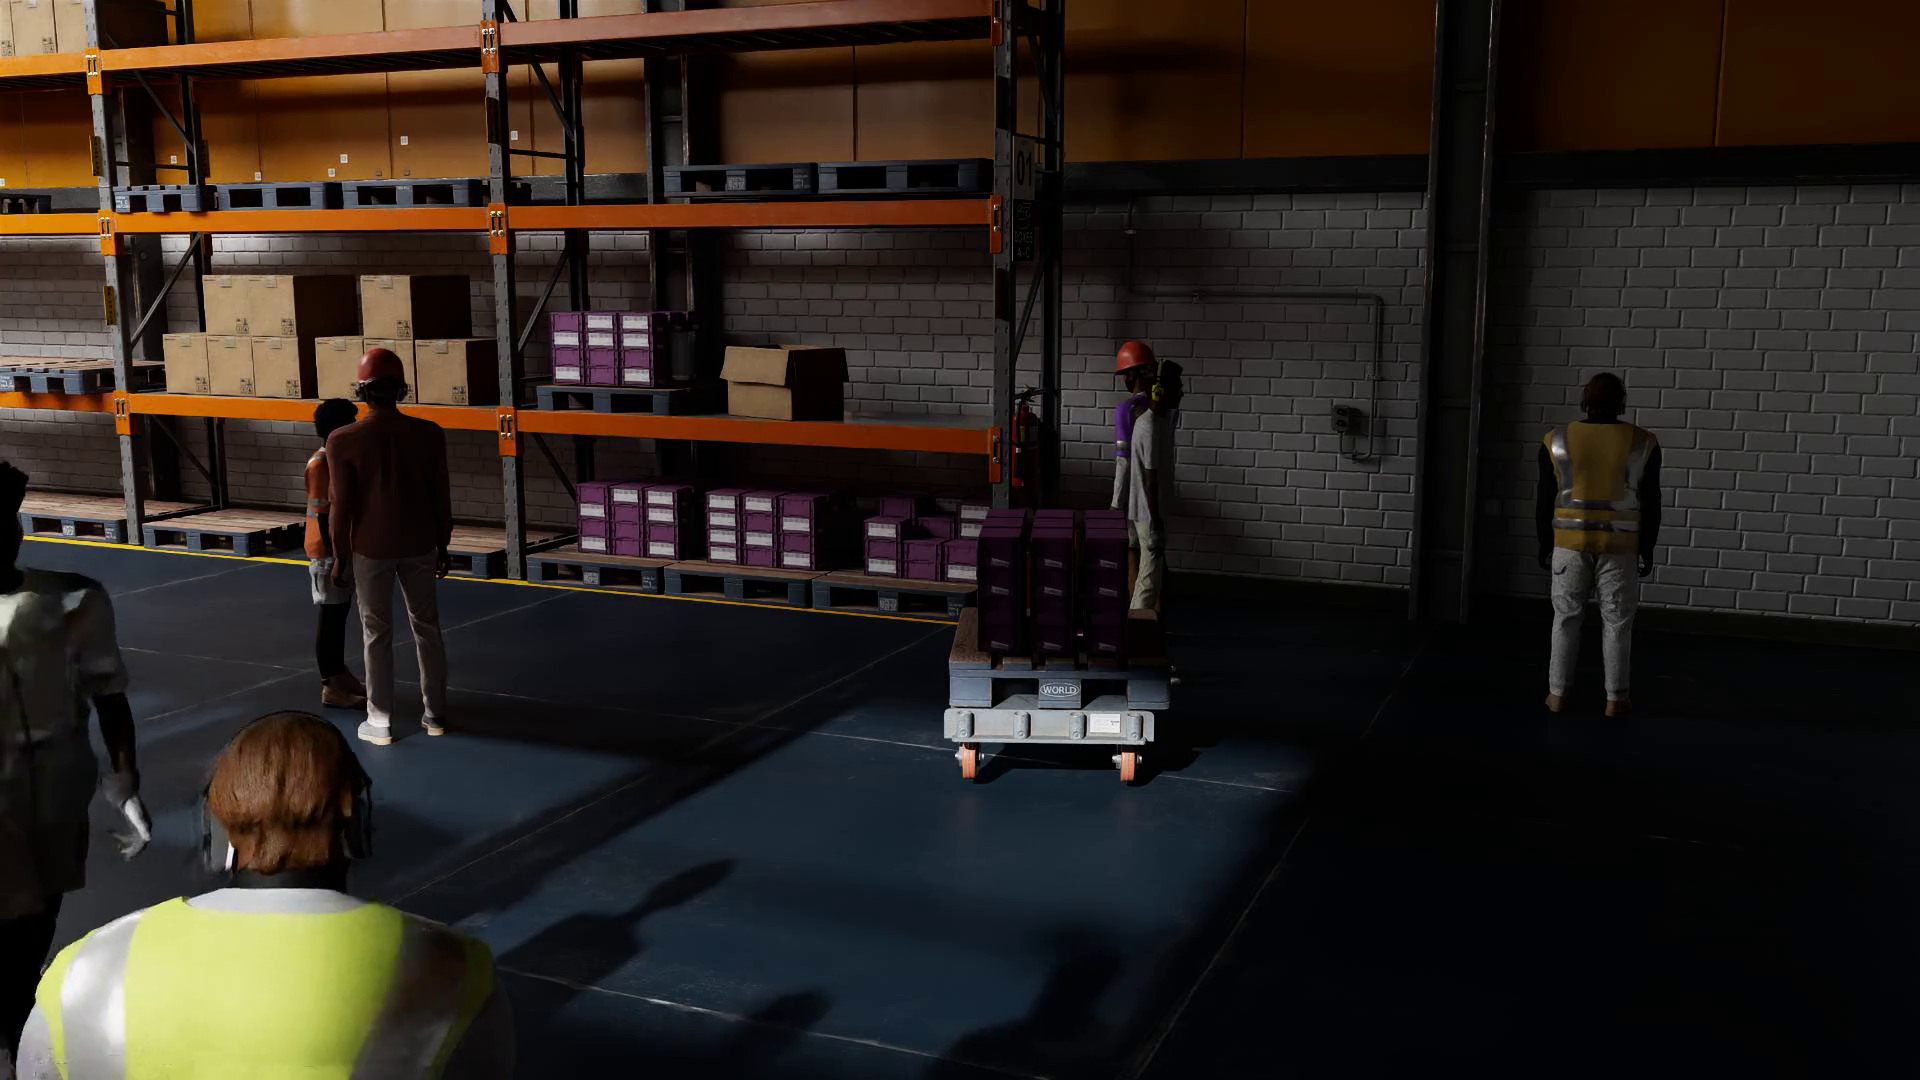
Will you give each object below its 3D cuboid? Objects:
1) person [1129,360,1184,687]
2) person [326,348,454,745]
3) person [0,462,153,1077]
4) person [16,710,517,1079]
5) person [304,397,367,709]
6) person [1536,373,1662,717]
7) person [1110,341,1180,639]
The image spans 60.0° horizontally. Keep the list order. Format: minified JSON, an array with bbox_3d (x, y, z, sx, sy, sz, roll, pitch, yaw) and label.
[{"bbox_3d":[1.125,-0.101,9.592,0.310,1.868,0.534,1,9,4],"label":"person"},{"bbox_3d":[-2.869,0.035,8.400,0.610,1.996,0.379,-6,11,-34],"label":"person"},{"bbox_3d":[-2.649,0.706,4.661,1.038,1.914,0.603,9,13,43],"label":"person"},{"bbox_3d":[-0.943,1.133,2.401,0.649,1.799,0.773,-1,10,-4],"label":"person"},{"bbox_3d":[-3.407,0.067,9.112,0.321,1.692,0.530,-1,10,-8],"label":"person"},{"bbox_3d":[3.402,0.028,8.902,0.626,1.844,0.428,4,10,21],"label":"person"},{"bbox_3d":[1.130,-0.292,10.560,0.372,1.928,0.543,9,13,43],"label":"person"}]
